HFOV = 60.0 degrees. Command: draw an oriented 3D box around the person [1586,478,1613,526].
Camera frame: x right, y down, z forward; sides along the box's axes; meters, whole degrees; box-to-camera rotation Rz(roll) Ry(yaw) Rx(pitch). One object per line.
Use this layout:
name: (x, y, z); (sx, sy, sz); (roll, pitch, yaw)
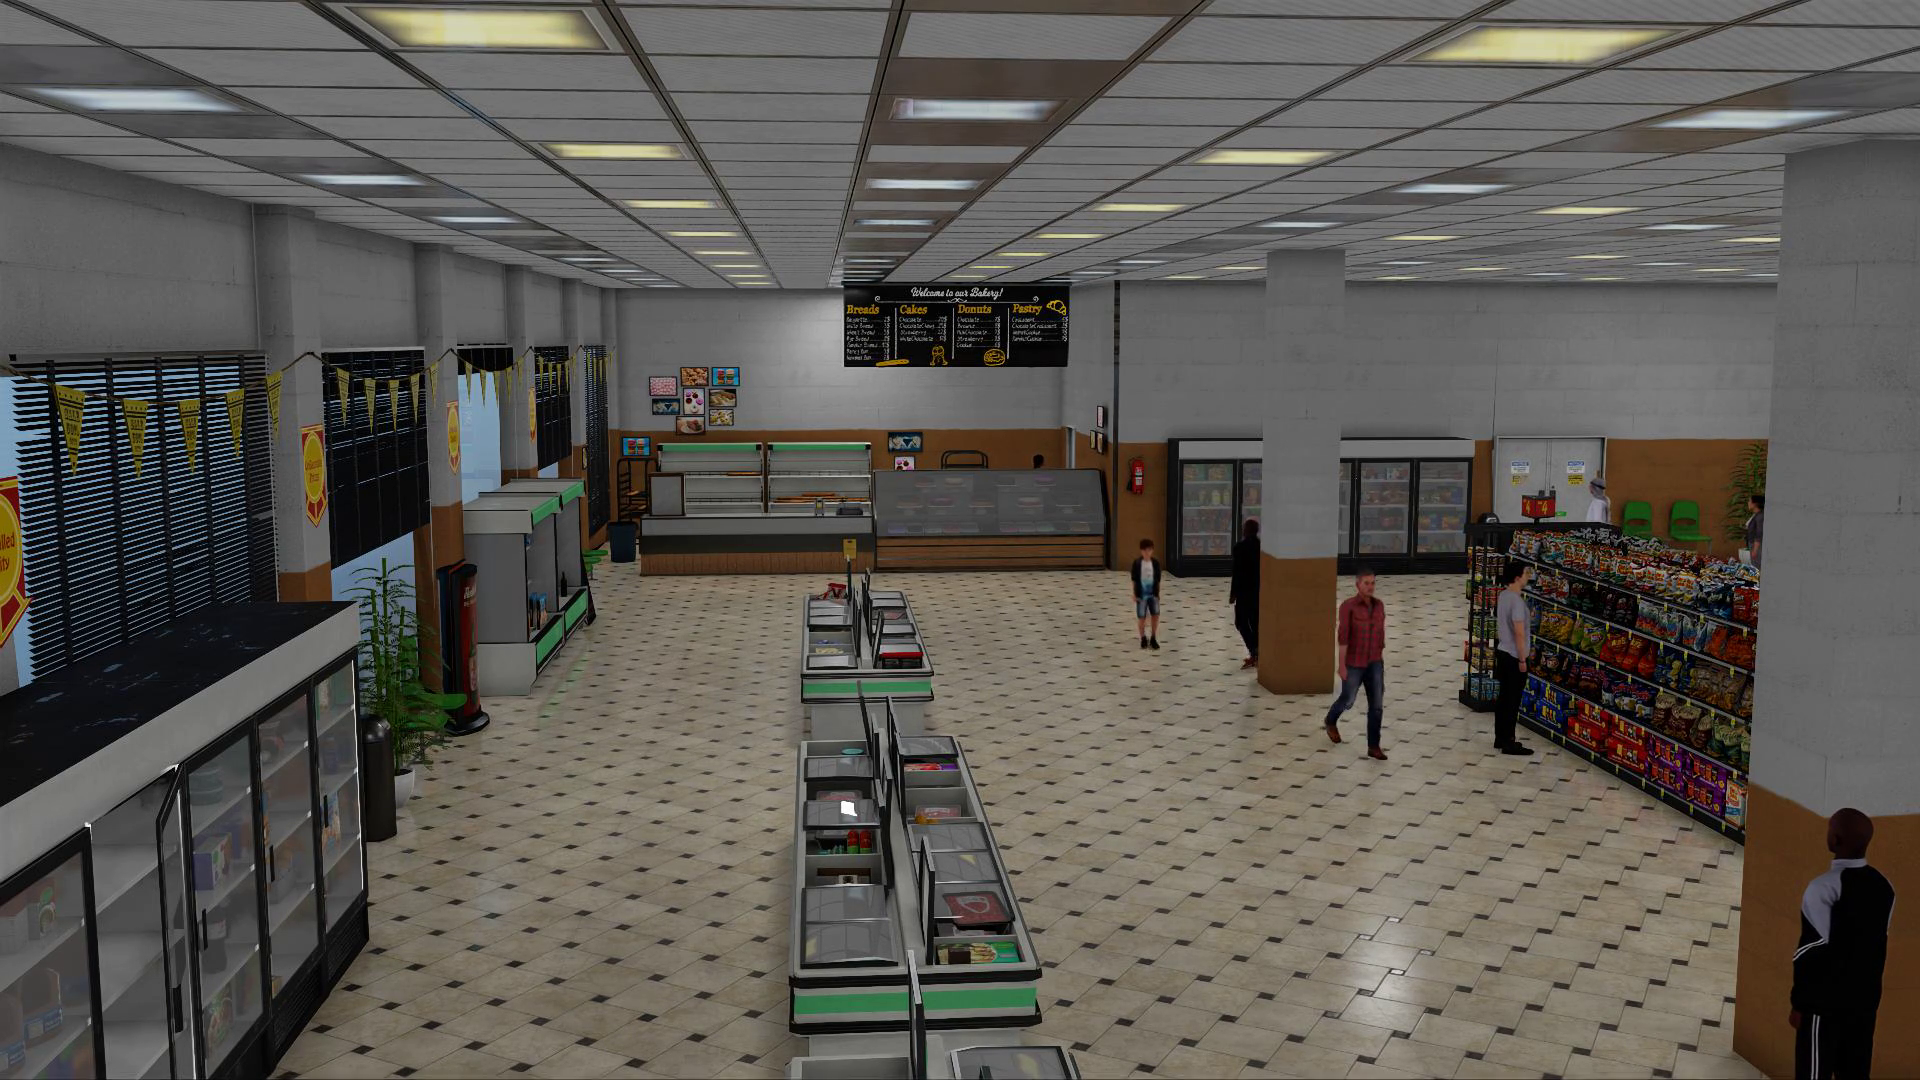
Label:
person: (9.637, 0.021, 25.147); (0.880, 1.926, 0.782); (4, 8, 27)

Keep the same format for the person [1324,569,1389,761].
person: (3.833, 1.180, 16.088); (0.868, 1.798, 1.221); (-2, 7, -17)

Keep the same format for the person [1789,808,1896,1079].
person: (4.171, 2.161, 7.873); (0.693, 1.822, 0.633); (-2, 7, -18)

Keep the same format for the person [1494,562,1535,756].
person: (5.368, 1.135, 16.185); (0.726, 1.863, 0.493); (0, 7, -2)

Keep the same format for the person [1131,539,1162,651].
person: (2.414, 0.700, 21.585); (0.534, 1.432, 0.645); (-1, 7, -5)

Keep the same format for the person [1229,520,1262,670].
person: (3.574, 0.669, 20.325); (0.958, 1.796, 0.997); (-6, 9, -41)

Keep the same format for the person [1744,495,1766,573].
person: (12.034, 0.152, 25.100); (0.775, 1.677, 0.678); (3, 8, 25)
